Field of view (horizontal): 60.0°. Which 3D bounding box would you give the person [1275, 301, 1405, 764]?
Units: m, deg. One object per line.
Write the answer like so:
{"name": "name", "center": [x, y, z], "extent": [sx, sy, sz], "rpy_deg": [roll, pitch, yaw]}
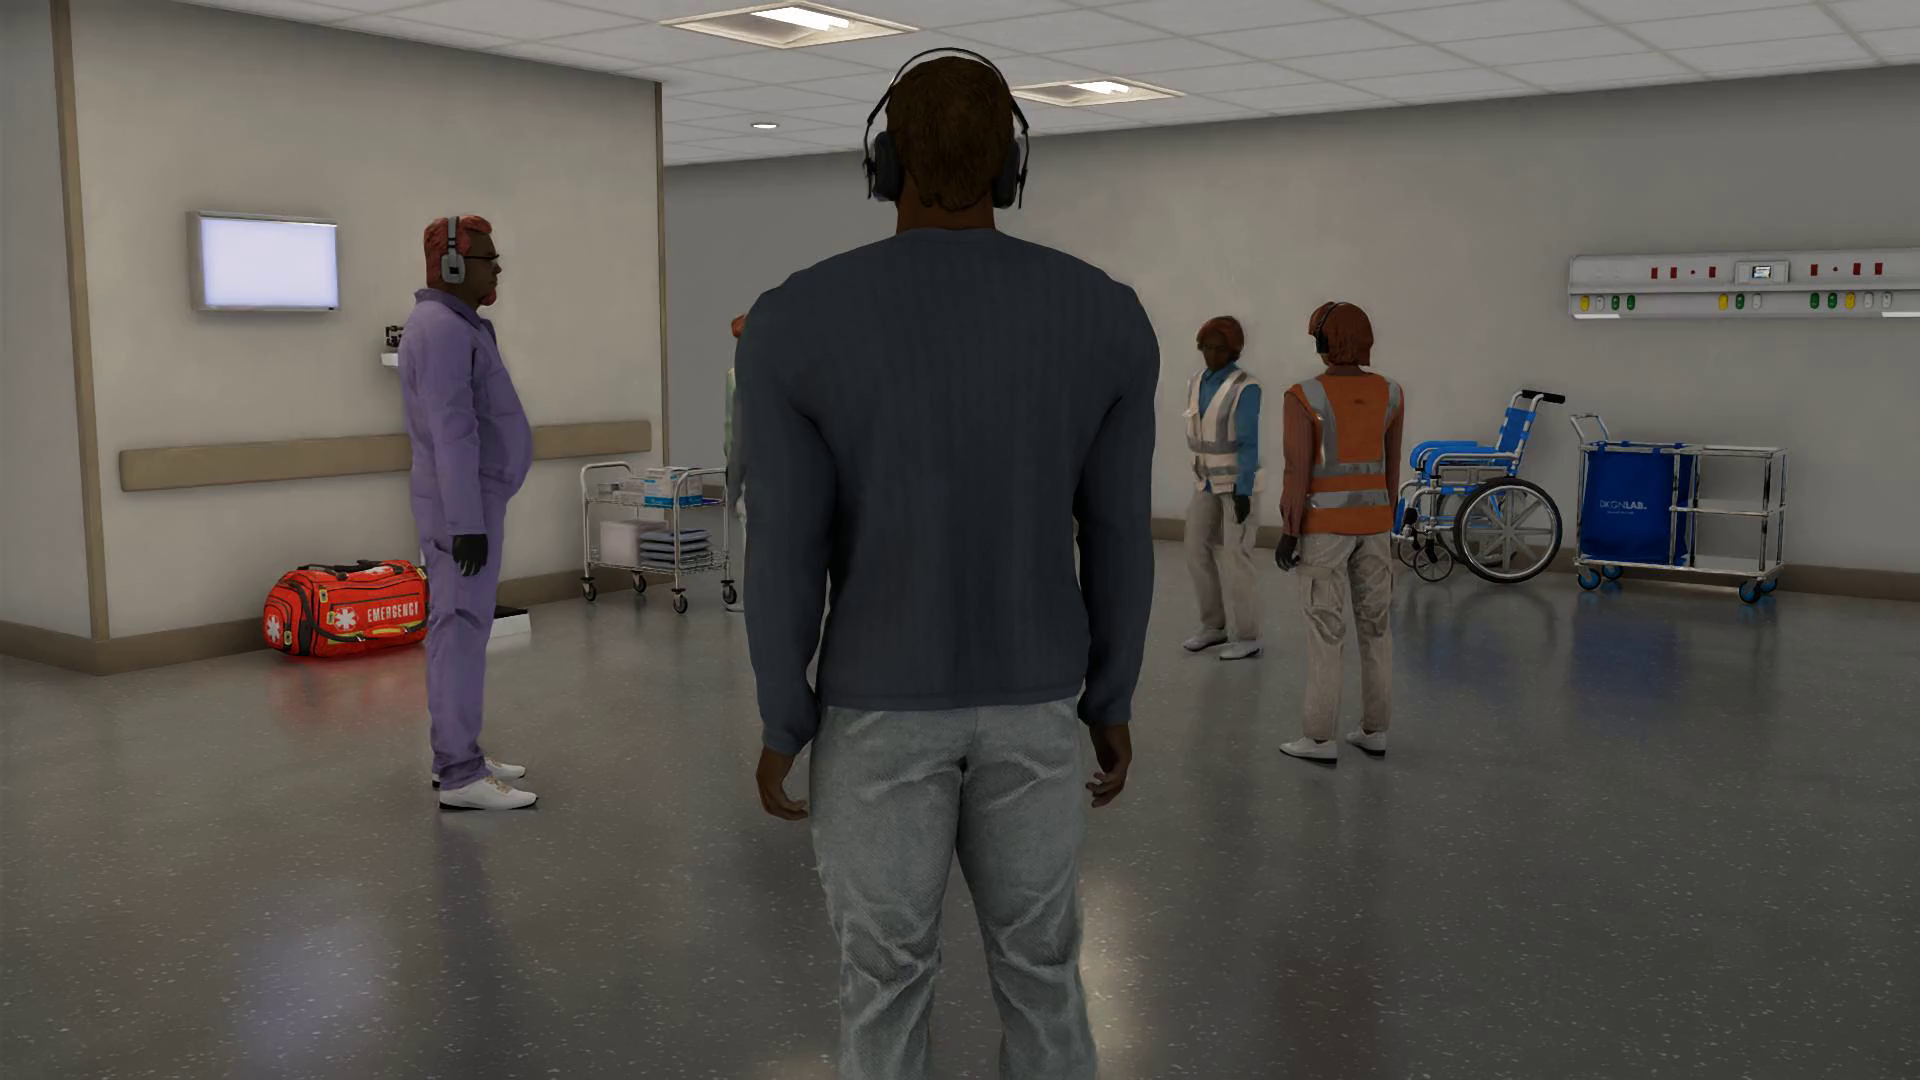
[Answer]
{"name": "person", "center": [1.354, -0.023, 5.931], "extent": [0.515, 1.641, 0.314], "rpy_deg": [-3, 8, -24]}

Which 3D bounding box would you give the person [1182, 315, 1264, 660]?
{"name": "person", "center": [1.245, -0.232, 7.713], "extent": [0.454, 1.606, 0.534], "rpy_deg": [-4, 8, -31]}

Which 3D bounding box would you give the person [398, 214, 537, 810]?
{"name": "person", "center": [-1.592, -0.089, 5.405], "extent": [0.409, 1.907, 0.649], "rpy_deg": [-2, 7, -19]}

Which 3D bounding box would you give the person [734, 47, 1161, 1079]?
{"name": "person", "center": [-0.018, 0.255, 2.507], "extent": [0.631, 1.940, 0.372], "rpy_deg": [-2, 7, -14]}
